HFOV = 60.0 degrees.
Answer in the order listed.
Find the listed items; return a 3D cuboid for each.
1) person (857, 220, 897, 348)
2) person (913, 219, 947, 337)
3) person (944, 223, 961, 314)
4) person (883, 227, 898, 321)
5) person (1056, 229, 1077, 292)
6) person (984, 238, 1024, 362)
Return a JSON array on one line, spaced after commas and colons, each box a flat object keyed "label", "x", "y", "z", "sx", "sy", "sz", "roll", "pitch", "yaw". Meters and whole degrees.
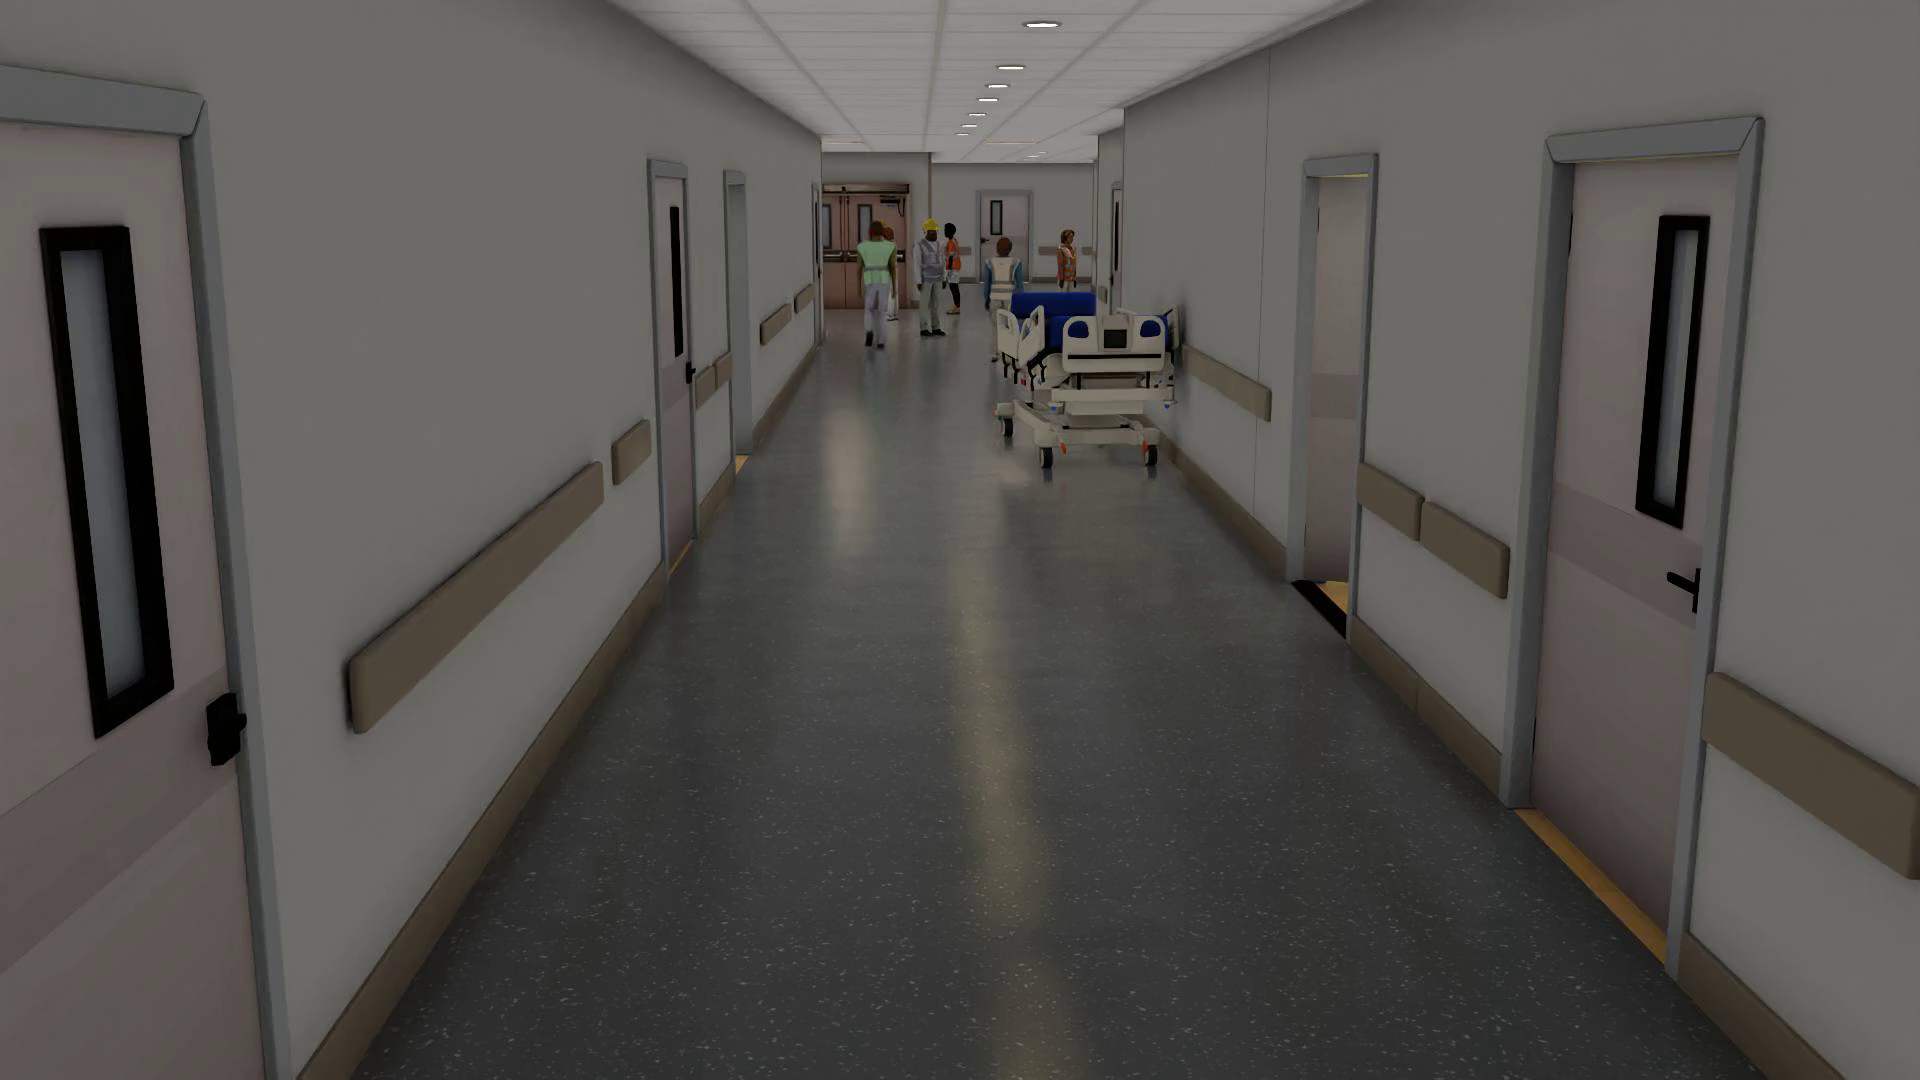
[{"label": "person", "x": -1.185, "y": -3.646, "z": 23.791, "sx": 0.561, "sy": 1.831, "sz": 0.432, "roll": 0, "pitch": 12, "yaw": 1}, {"label": "person", "x": -0.451, "y": -4.086, "z": 25.942, "sx": 0.598, "sy": 1.827, "sz": 0.403, "roll": -10, "pitch": 15, "yaw": -40}, {"label": "person", "x": -0.140, "y": -5.046, "z": 30.948, "sx": 0.324, "sy": 1.687, "sz": 0.536, "roll": 1, "pitch": 12, "yaw": 3}, {"label": "person", "x": -1.248, "y": -4.686, "z": 29.321, "sx": 0.314, "sy": 1.636, "sz": 0.515, "roll": 4, "pitch": 12, "yaw": 19}, {"label": "person", "x": 1.726, "y": -4.212, "z": 27.002, "sx": 0.307, "sy": 1.641, "sz": 0.513, "roll": 7, "pitch": 13, "yaw": 30}, {"label": "person", "x": 0.566, "y": -3.140, "z": 21.859, "sx": 0.543, "sy": 1.634, "sz": 0.559, "roll": 3, "pitch": 12, "yaw": 14}]
